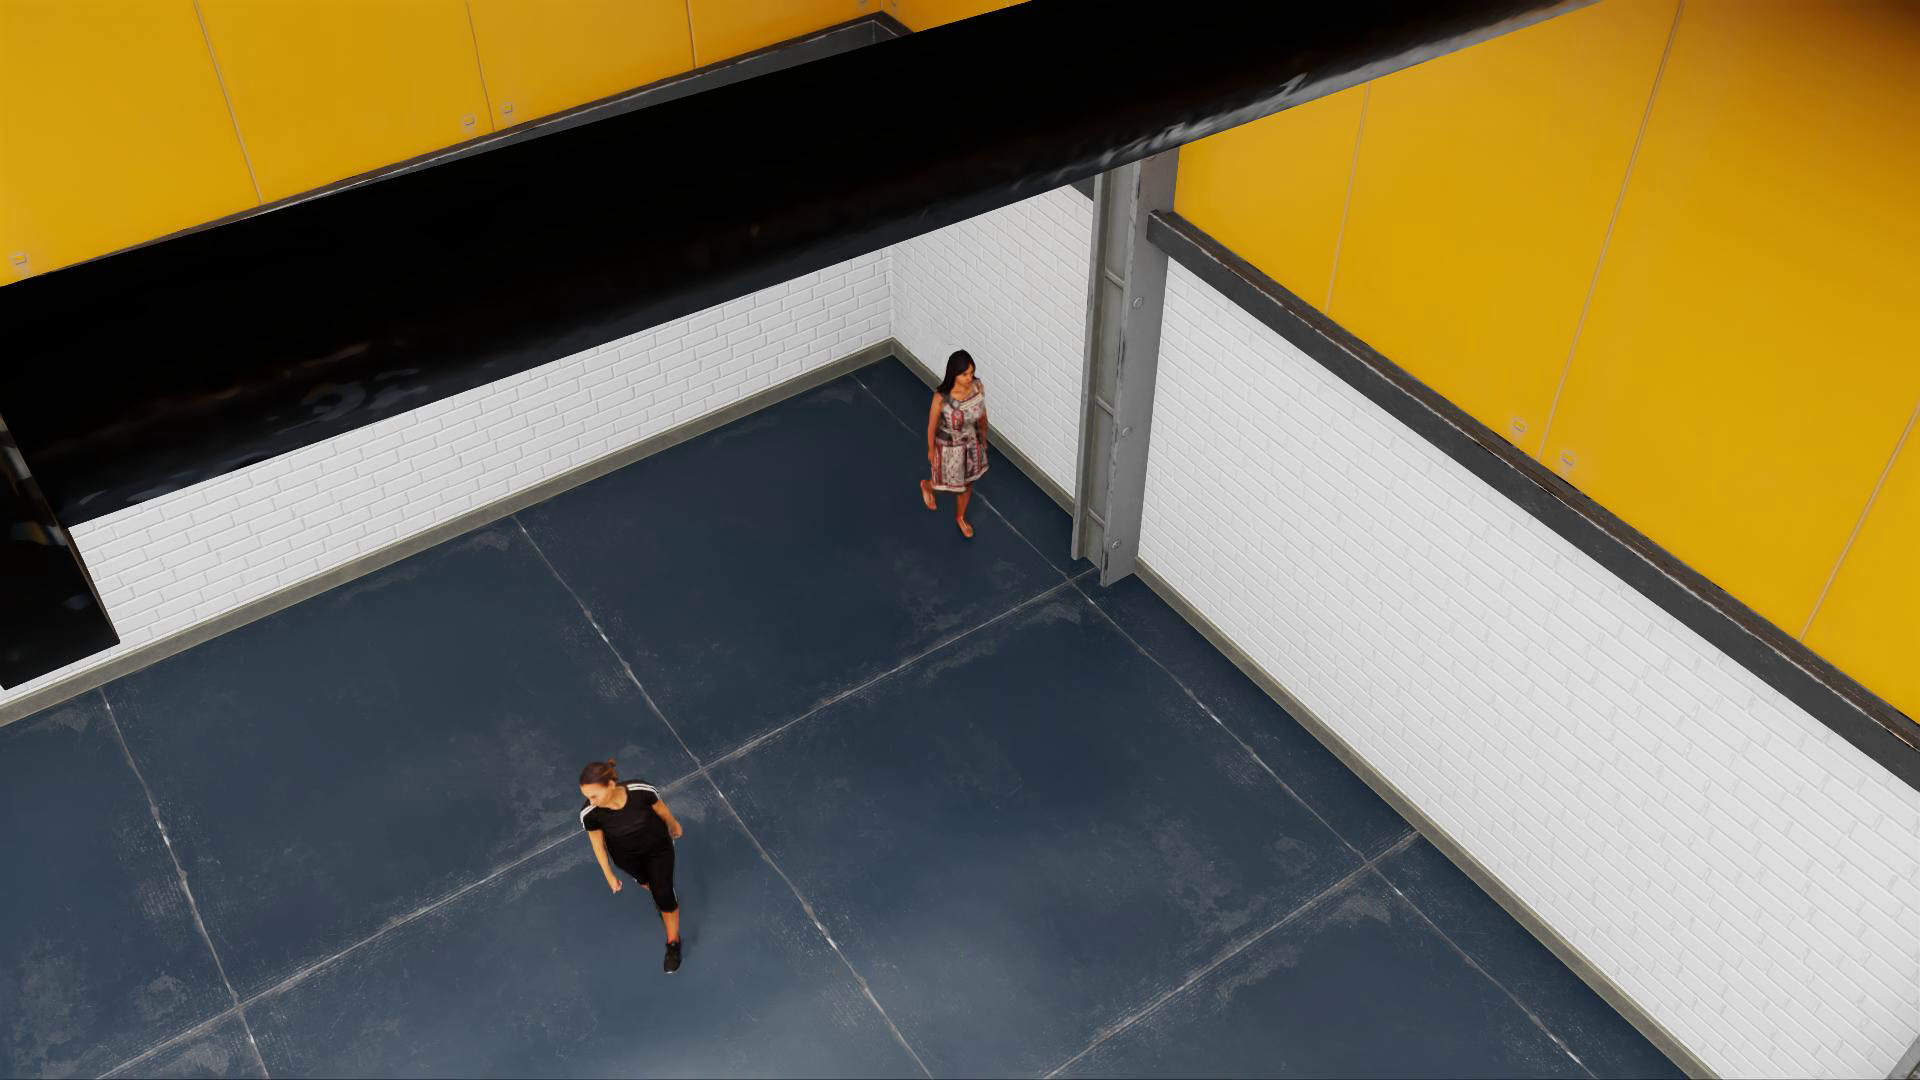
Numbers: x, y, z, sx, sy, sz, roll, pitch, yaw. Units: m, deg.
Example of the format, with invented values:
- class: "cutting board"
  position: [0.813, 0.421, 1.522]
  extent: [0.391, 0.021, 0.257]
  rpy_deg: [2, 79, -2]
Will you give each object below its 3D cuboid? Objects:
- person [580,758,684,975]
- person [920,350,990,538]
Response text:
- class: "person"
  position: [-1.790, 1.675, 9.360]
  extent: [0.866, 1.624, 0.998]
  rpy_deg: [-15, 46, -15]
- class: "person"
  position: [-0.062, -0.731, 11.876]
  extent: [0.633, 1.636, 0.776]
  rpy_deg: [-26, 49, -24]
